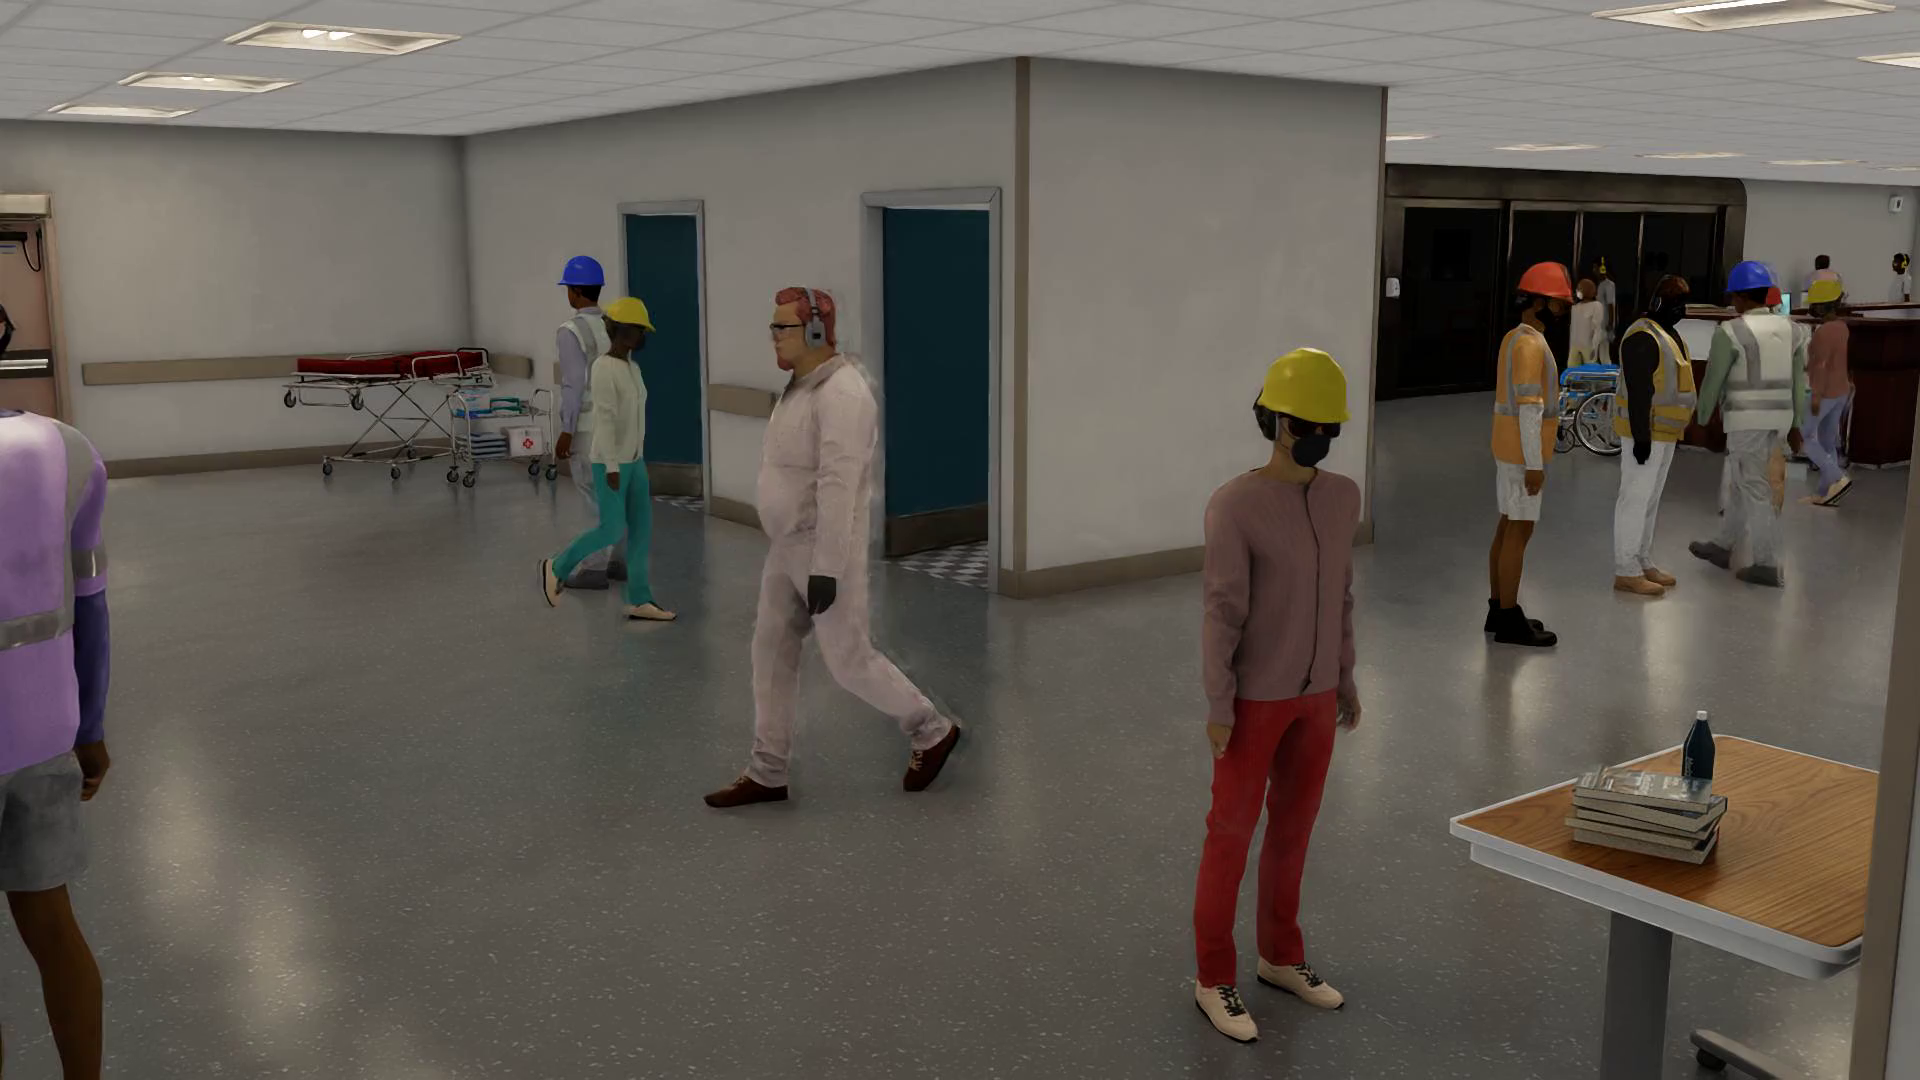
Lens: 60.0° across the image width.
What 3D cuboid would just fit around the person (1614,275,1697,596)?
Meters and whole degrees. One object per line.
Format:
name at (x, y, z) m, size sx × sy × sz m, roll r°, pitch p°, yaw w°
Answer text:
person at (4.043, -0.612, 9.687) m, size 0.430 × 1.841 × 0.624 m, roll 8°, pitch 13°, yaw 37°

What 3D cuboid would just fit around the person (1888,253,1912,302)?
person at (14.325, -3.448, 25.468) m, size 0.328 × 1.875 × 0.513 m, roll 1°, pitch 10°, yaw 6°

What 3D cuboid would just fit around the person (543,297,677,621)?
person at (-1.879, -0.428, 8.900) m, size 0.660 × 1.741 × 0.542 m, roll 3°, pitch 10°, yaw 15°

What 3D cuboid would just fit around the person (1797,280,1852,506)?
person at (6.617, -1.108, 12.725) m, size 0.546 × 1.746 × 0.400 m, roll -9°, pitch 13°, yaw -40°

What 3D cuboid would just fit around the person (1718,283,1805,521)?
person at (5.828, -1.003, 12.143) m, size 0.361 × 1.742 × 0.563 m, roll -7°, pitch 12°, yaw -36°

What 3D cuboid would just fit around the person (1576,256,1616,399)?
person at (8.221, -2.727, 21.517) m, size 0.657 × 1.839 × 0.497 m, roll 3°, pitch 11°, yaw 17°

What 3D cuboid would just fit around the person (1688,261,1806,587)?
person at (4.693, -0.714, 10.057) m, size 0.601 × 1.903 × 0.910 m, roll -4°, pitch 11°, yaw -23°

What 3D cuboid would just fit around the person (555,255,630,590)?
person at (-2.152, -0.683, 9.765) m, size 0.392 × 1.949 × 0.602 m, roll 5°, pitch 11°, yaw 24°

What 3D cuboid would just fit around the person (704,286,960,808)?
person at (-0.446, 0.031, 5.971) m, size 0.883 × 1.878 × 0.637 m, roll -5°, pitch 11°, yaw -25°

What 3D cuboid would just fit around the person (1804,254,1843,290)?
person at (14.088, -3.750, 27.254) m, size 0.634 × 1.842 × 0.430 m, roll -1°, pitch 10°, yaw -5°

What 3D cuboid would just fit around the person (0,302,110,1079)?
person at (-2.039, 0.410, 3.438) m, size 0.409 × 2.028 × 0.618 m, roll 4°, pitch 11°, yaw 19°

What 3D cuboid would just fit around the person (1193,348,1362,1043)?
person at (0.839, 0.392, 4.265) m, size 0.532 × 1.765 × 0.328 m, roll -7°, pitch 12°, yaw -34°

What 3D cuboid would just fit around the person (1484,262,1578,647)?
person at (2.891, -0.435, 8.437) m, size 0.373 × 1.929 × 0.542 m, roll 2°, pitch 10°, yaw 9°

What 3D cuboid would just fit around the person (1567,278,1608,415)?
person at (7.390, -2.271, 19.591) m, size 0.682 × 1.612 × 0.502 m, roll -5°, pitch 11°, yaw -26°
